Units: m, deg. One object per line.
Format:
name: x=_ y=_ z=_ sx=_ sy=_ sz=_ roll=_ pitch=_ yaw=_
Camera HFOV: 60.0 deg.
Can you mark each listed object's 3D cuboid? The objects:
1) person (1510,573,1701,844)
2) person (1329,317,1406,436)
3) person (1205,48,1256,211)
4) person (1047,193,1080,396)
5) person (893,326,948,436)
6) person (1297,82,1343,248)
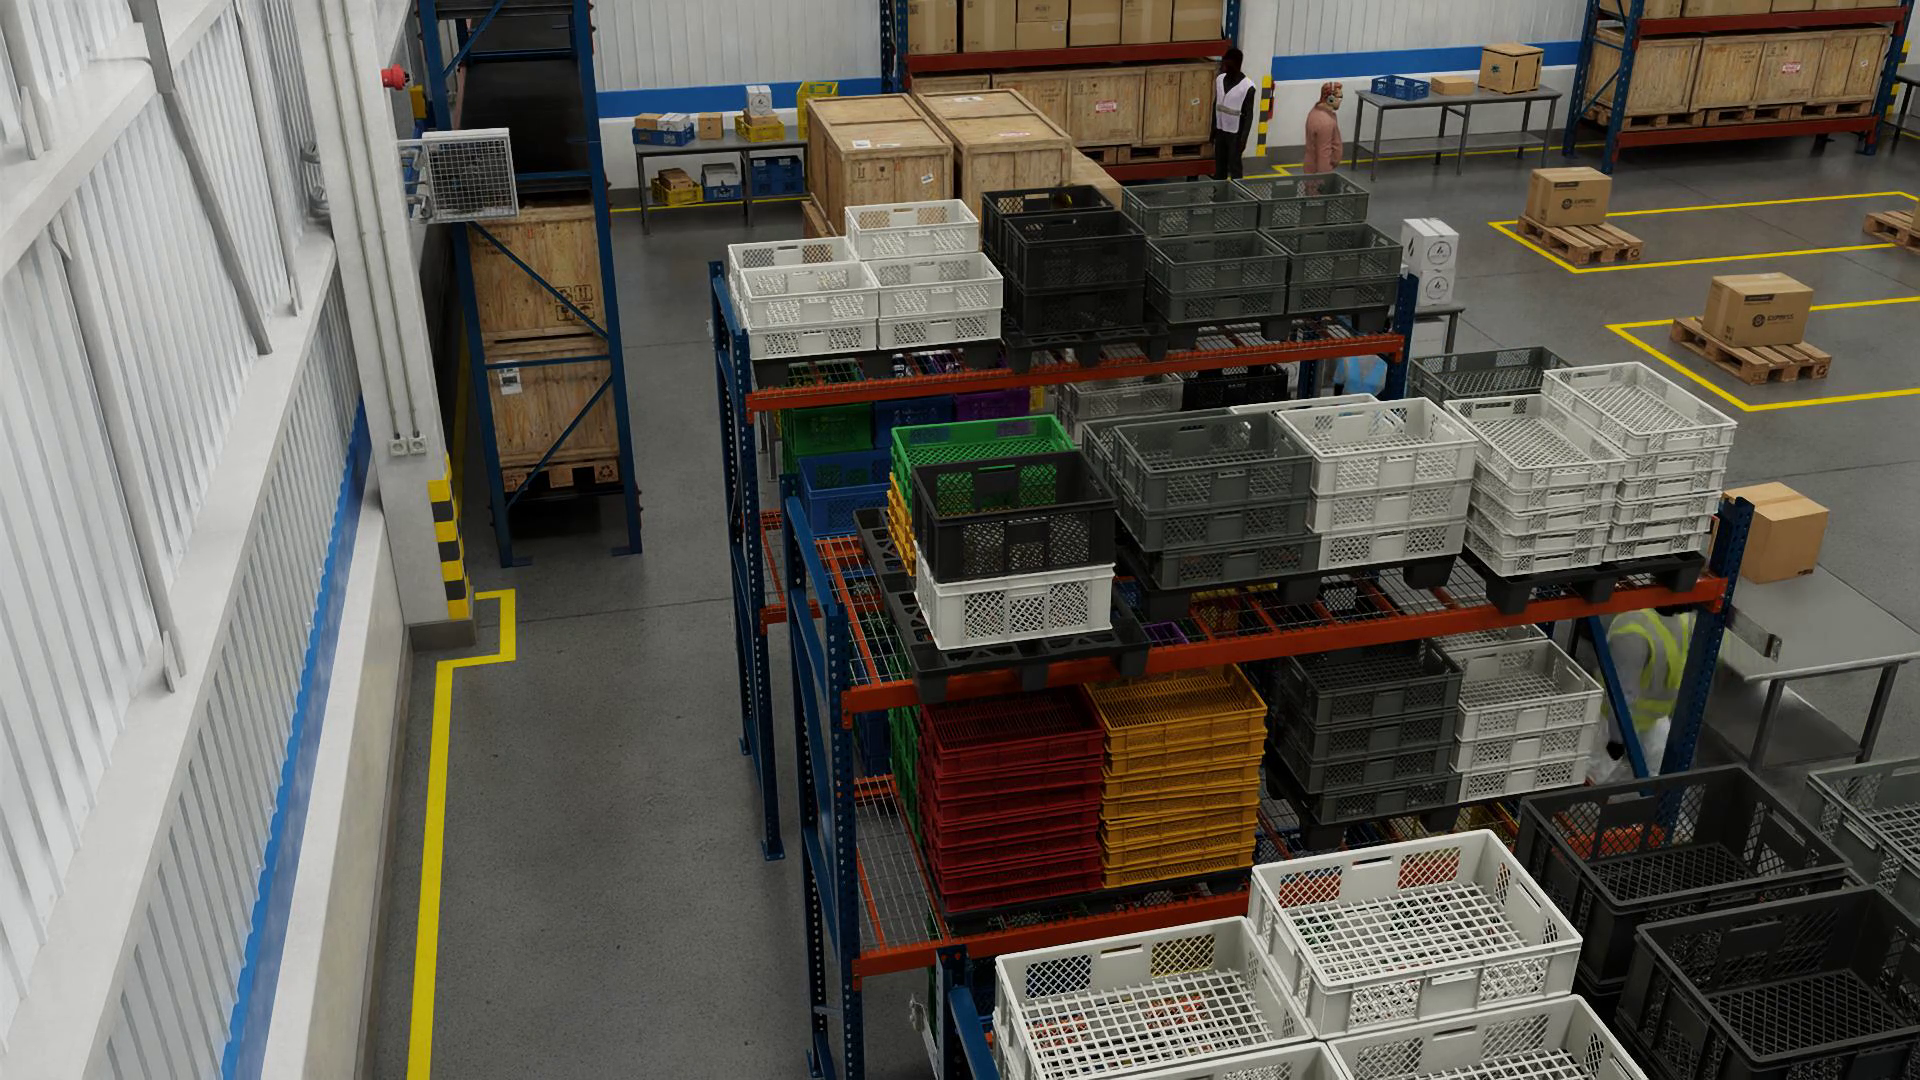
person: x=3.571 y=0.878 z=8.764 sx=0.984 sy=1.777 sz=0.690 roll=22 pitch=35 yaw=35
person: x=2.954 y=-0.887 z=12.179 sx=0.540 sy=1.696 sz=0.317 roll=17 pitch=32 yaw=29
person: x=3.121 y=-4.699 z=19.181 sx=0.392 sy=1.916 sz=0.591 roll=-20 pitch=34 yaw=-32
person: x=0.962 y=-2.159 z=14.447 sx=0.375 sy=1.841 sz=0.608 roll=12 pitch=30 yaw=22
person: x=-0.287 y=-0.868 z=11.946 sx=0.337 sy=1.882 sz=0.583 roll=18 pitch=33 yaw=30
person: x=3.859 y=-3.923 z=17.732 sx=0.401 sy=1.898 sz=0.645 roll=0 pitch=28 yaw=1
